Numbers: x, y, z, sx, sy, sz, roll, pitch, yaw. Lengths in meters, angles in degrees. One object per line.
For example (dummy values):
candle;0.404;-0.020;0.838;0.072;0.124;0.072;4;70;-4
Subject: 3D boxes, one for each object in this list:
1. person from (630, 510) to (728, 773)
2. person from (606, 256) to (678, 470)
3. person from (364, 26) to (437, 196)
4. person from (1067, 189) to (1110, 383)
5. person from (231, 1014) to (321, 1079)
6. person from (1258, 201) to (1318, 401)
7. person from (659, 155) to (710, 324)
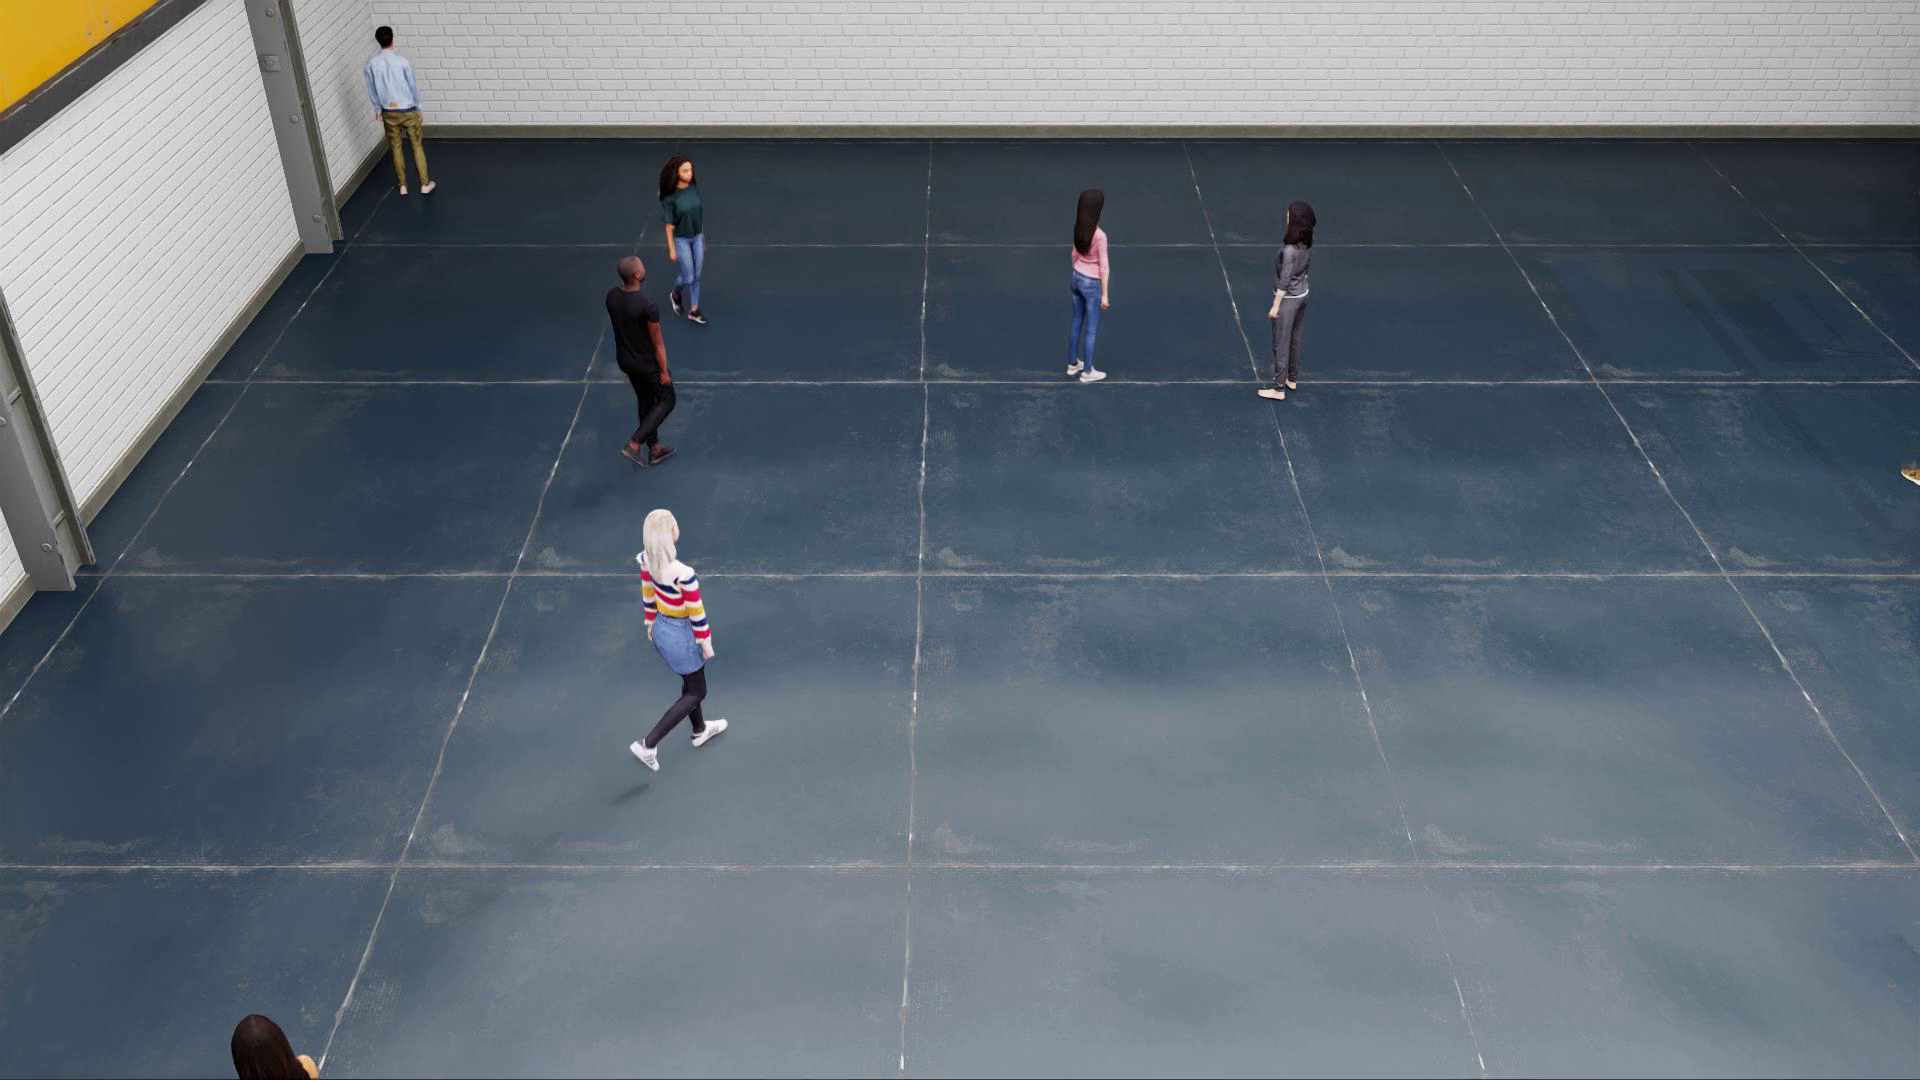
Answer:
person;-1.765;0.633;10.087;1.024;1.790;1.081;28;43;35
person;-2.538;-1.338;13.033;0.918;1.811;1.000;22;40;30
person;-6.073;-4.640;18.001;0.694;1.809;0.583;-3;34;-4
person;1.105;-2.223;14.426;0.703;1.742;0.607;-22;40;-30
person;-2.865;2.653;7.173;0.626;1.649;0.679;-27;42;-35
person;2.811;-2.035;14.123;0.728;1.765;0.647;24;41;32
person;-2.584;-2.793;15.400;0.825;1.612;0.766;26;41;33
